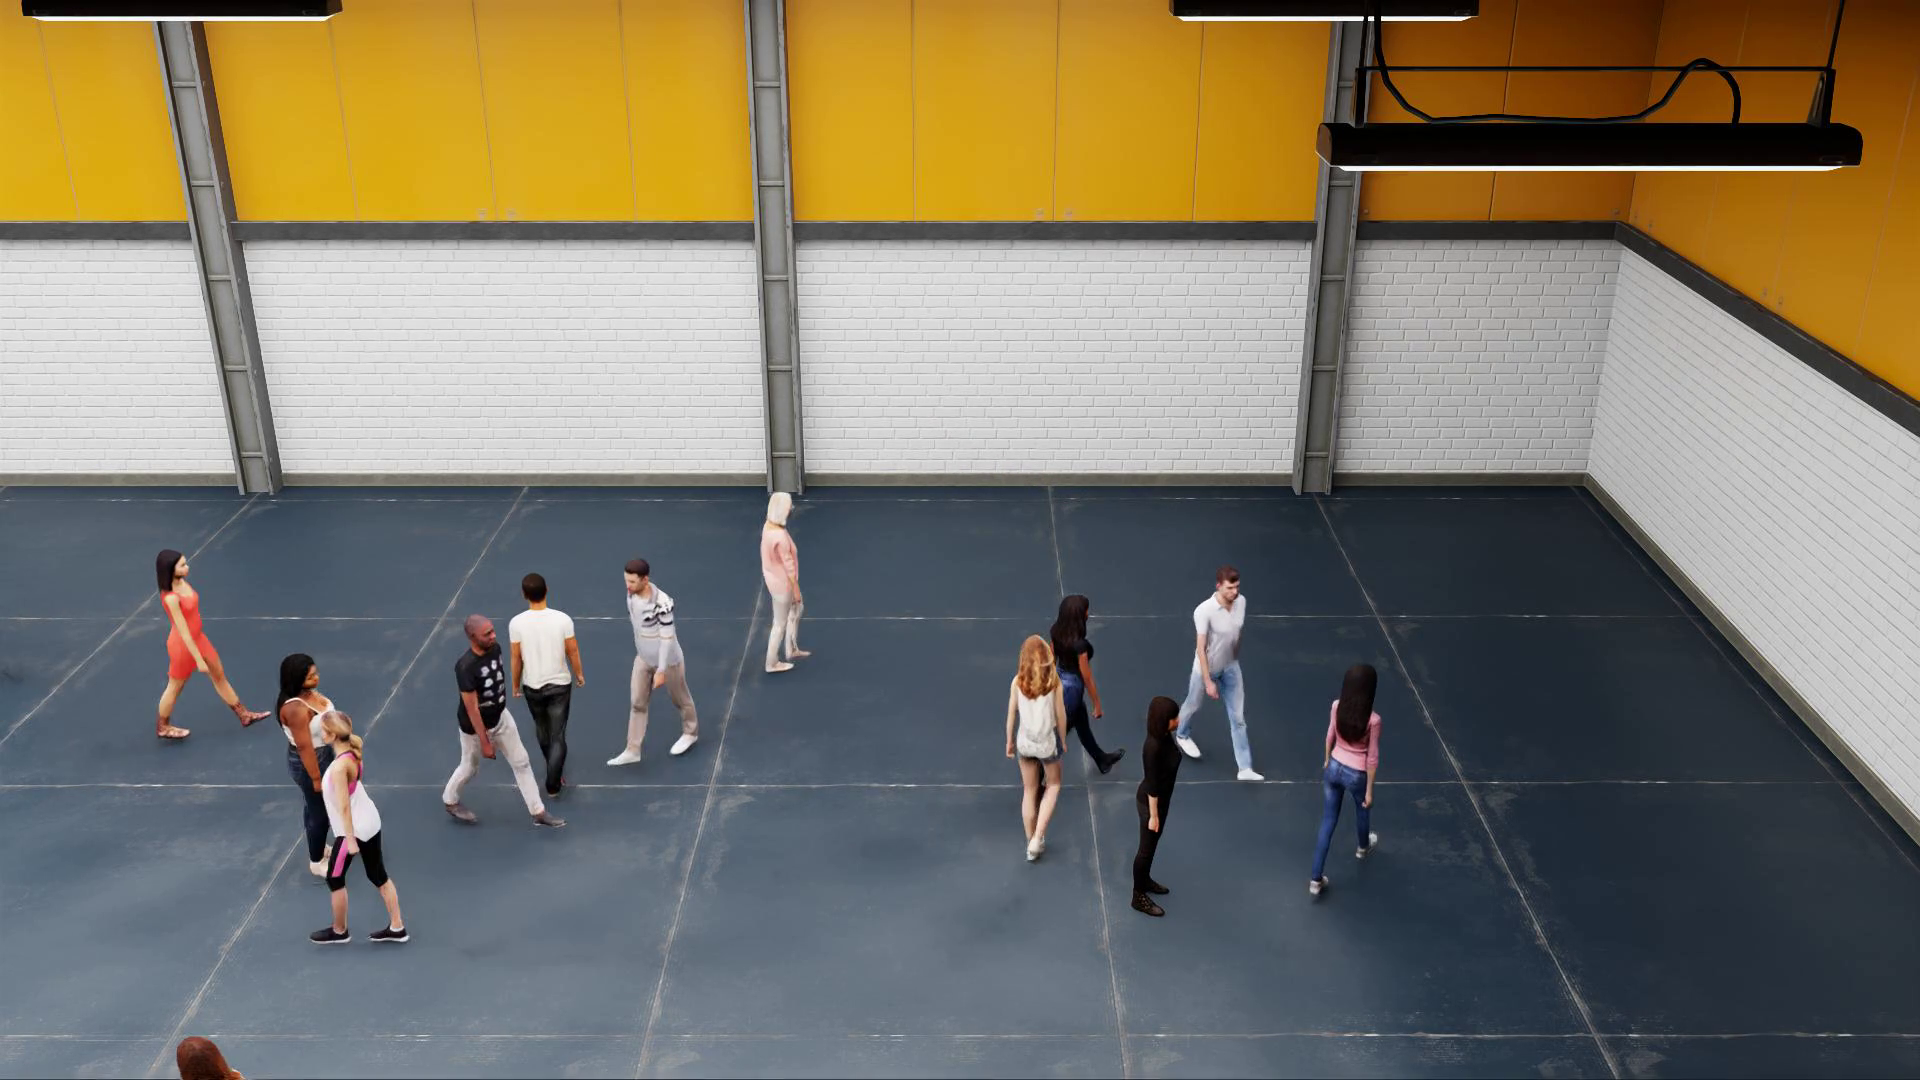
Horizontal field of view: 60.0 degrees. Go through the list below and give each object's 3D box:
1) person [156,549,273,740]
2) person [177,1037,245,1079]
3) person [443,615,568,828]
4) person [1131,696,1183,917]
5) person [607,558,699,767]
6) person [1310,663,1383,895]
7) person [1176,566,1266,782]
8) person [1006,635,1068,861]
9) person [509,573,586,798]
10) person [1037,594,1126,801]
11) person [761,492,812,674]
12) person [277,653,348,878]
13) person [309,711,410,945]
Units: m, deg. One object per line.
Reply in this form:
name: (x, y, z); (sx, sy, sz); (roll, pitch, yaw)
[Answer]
person: (-6.375, 0.907, 13.540); (1.199, 1.664, 0.818); (-6, 24, -13)
person: (-3.569, 3.175, 8.286); (0.981, 1.716, 0.806); (10, 25, 21)
person: (-3.606, 1.378, 12.354); (1.334, 1.750, 0.974); (8, 25, 18)
person: (1.342, 1.803, 11.518); (0.604, 1.641, 0.642); (7, 25, 16)
person: (-2.354, 0.919, 13.329); (1.136, 1.810, 1.115); (16, 28, 33)
person: (2.683, 1.701, 11.686); (1.133, 1.693, 1.130); (18, 29, 35)
person: (1.967, 1.001, 13.157); (1.266, 1.798, 1.111); (-12, 26, -26)
person: (0.542, 1.558, 11.958); (0.704, 1.738, 0.763); (9, 25, 20)
person: (-3.199, 1.163, 12.825); (0.933, 1.766, 0.849); (-4, 24, -8)
person: (0.746, 1.253, 12.719); (1.237, 1.688, 0.981); (-12, 27, -26)
person: (-1.661, 0.393, 14.657); (0.803, 1.711, 0.738); (-10, 25, -21)
person: (-4.627, 1.585, 11.816); (0.698, 1.802, 0.740); (-8, 25, -18)
person: (-3.918, 1.939, 11.054); (0.864, 1.764, 0.644); (1, 24, 1)
